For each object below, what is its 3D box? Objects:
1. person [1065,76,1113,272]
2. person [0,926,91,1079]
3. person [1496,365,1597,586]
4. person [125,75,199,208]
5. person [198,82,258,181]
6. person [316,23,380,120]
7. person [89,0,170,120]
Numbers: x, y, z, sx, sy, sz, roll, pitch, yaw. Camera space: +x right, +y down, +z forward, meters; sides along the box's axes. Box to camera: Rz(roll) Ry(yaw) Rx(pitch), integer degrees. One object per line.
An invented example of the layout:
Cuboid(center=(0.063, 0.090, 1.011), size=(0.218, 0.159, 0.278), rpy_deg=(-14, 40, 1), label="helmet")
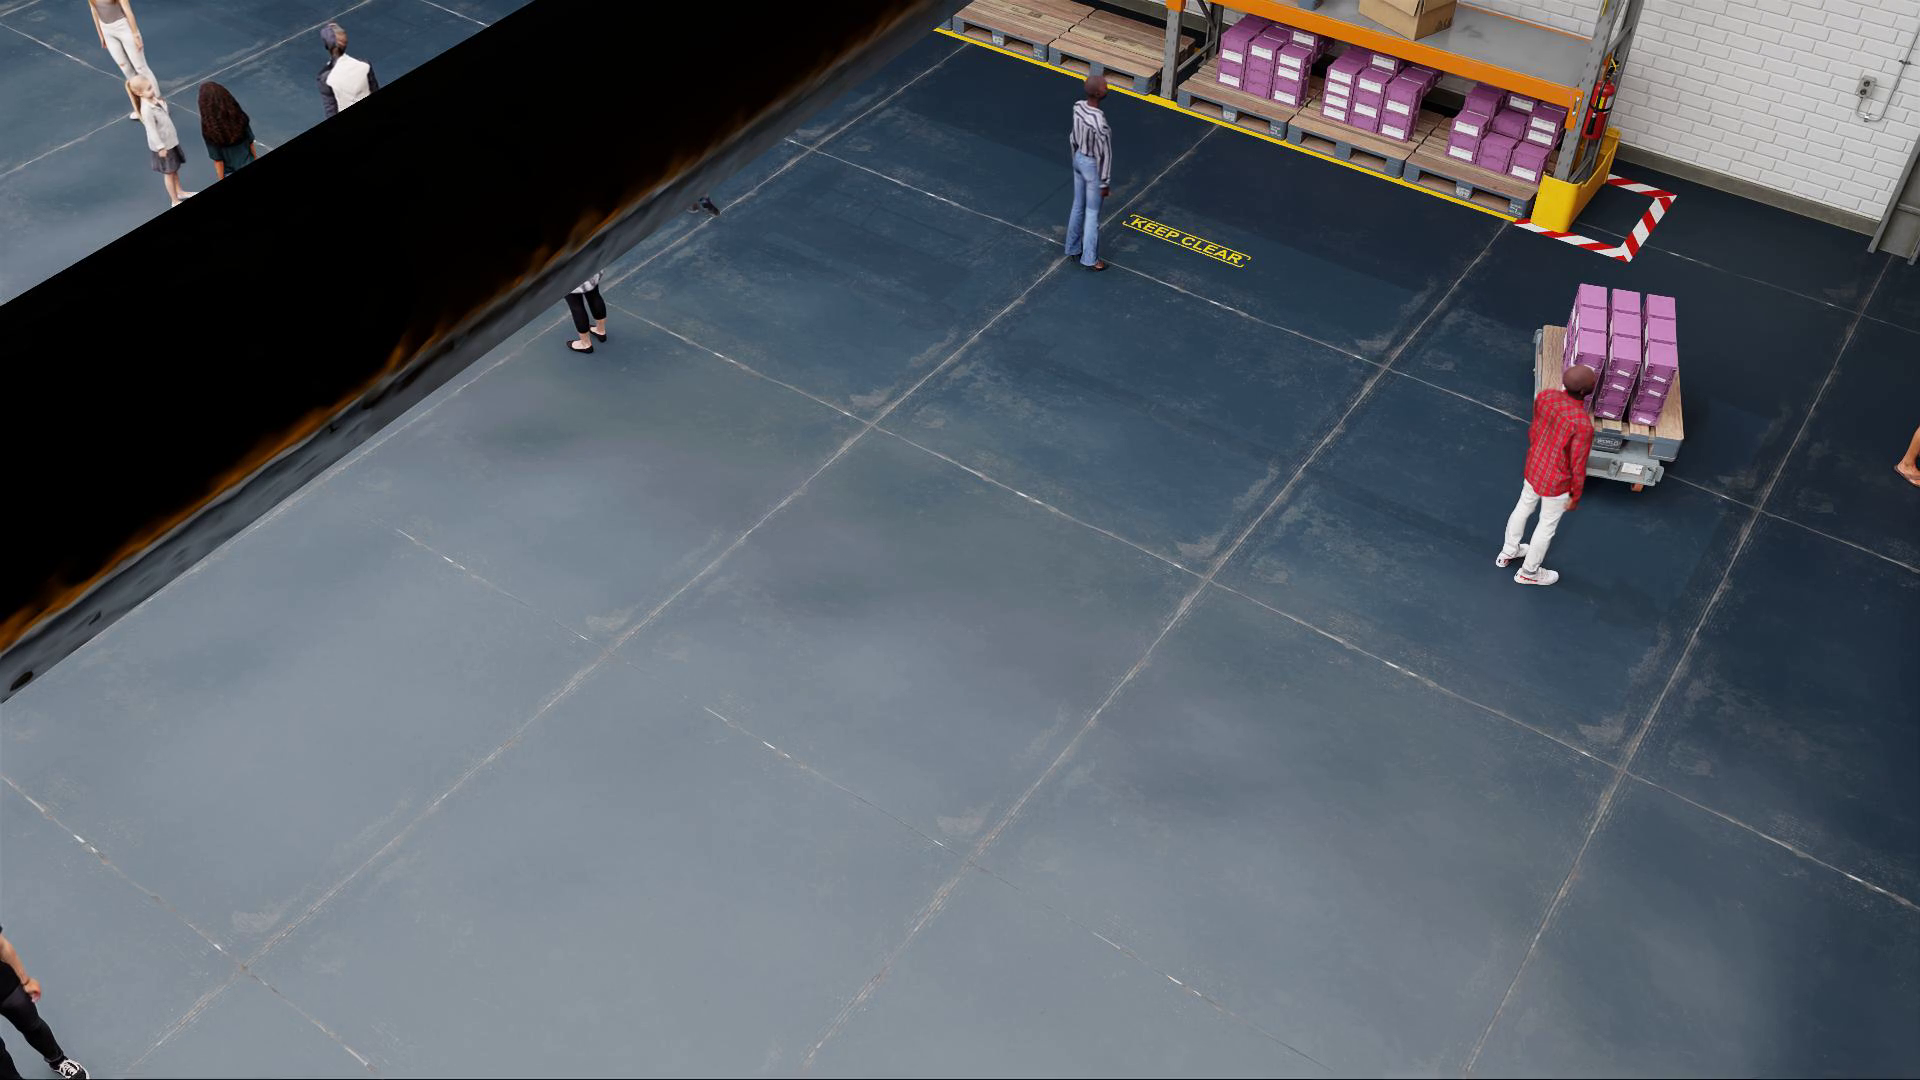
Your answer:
Cuboid(center=(1.099, -3.106, 14.083), size=(0.754, 1.796, 0.614), rpy_deg=(-22, 48, -21), label="person")
Cuboid(center=(-4.945, 2.287, 8.392), size=(0.570, 1.836, 0.657), rpy_deg=(33, 52, 30), label="person")
Cuboid(center=(4.008, -0.456, 11.283), size=(0.818, 1.820, 0.705), rpy_deg=(-17, 46, -17), label="person")
Cuboid(center=(-7.183, -3.592, 14.970), size=(0.657, 1.275, 0.600), rpy_deg=(-5, 44, -6), label="person")
Cuboid(center=(-6.196, -3.183, 14.293), size=(0.595, 1.617, 0.602), rpy_deg=(29, 51, 27), label="person")
Cuboid(center=(-5.246, -3.590, 14.522), size=(0.740, 1.890, 0.667), rpy_deg=(-32, 52, -29), label="person")
Cuboid(center=(-8.061, -4.870, 15.990), size=(0.582, 1.718, 0.719), rpy_deg=(9, 44, 9), label="person")
